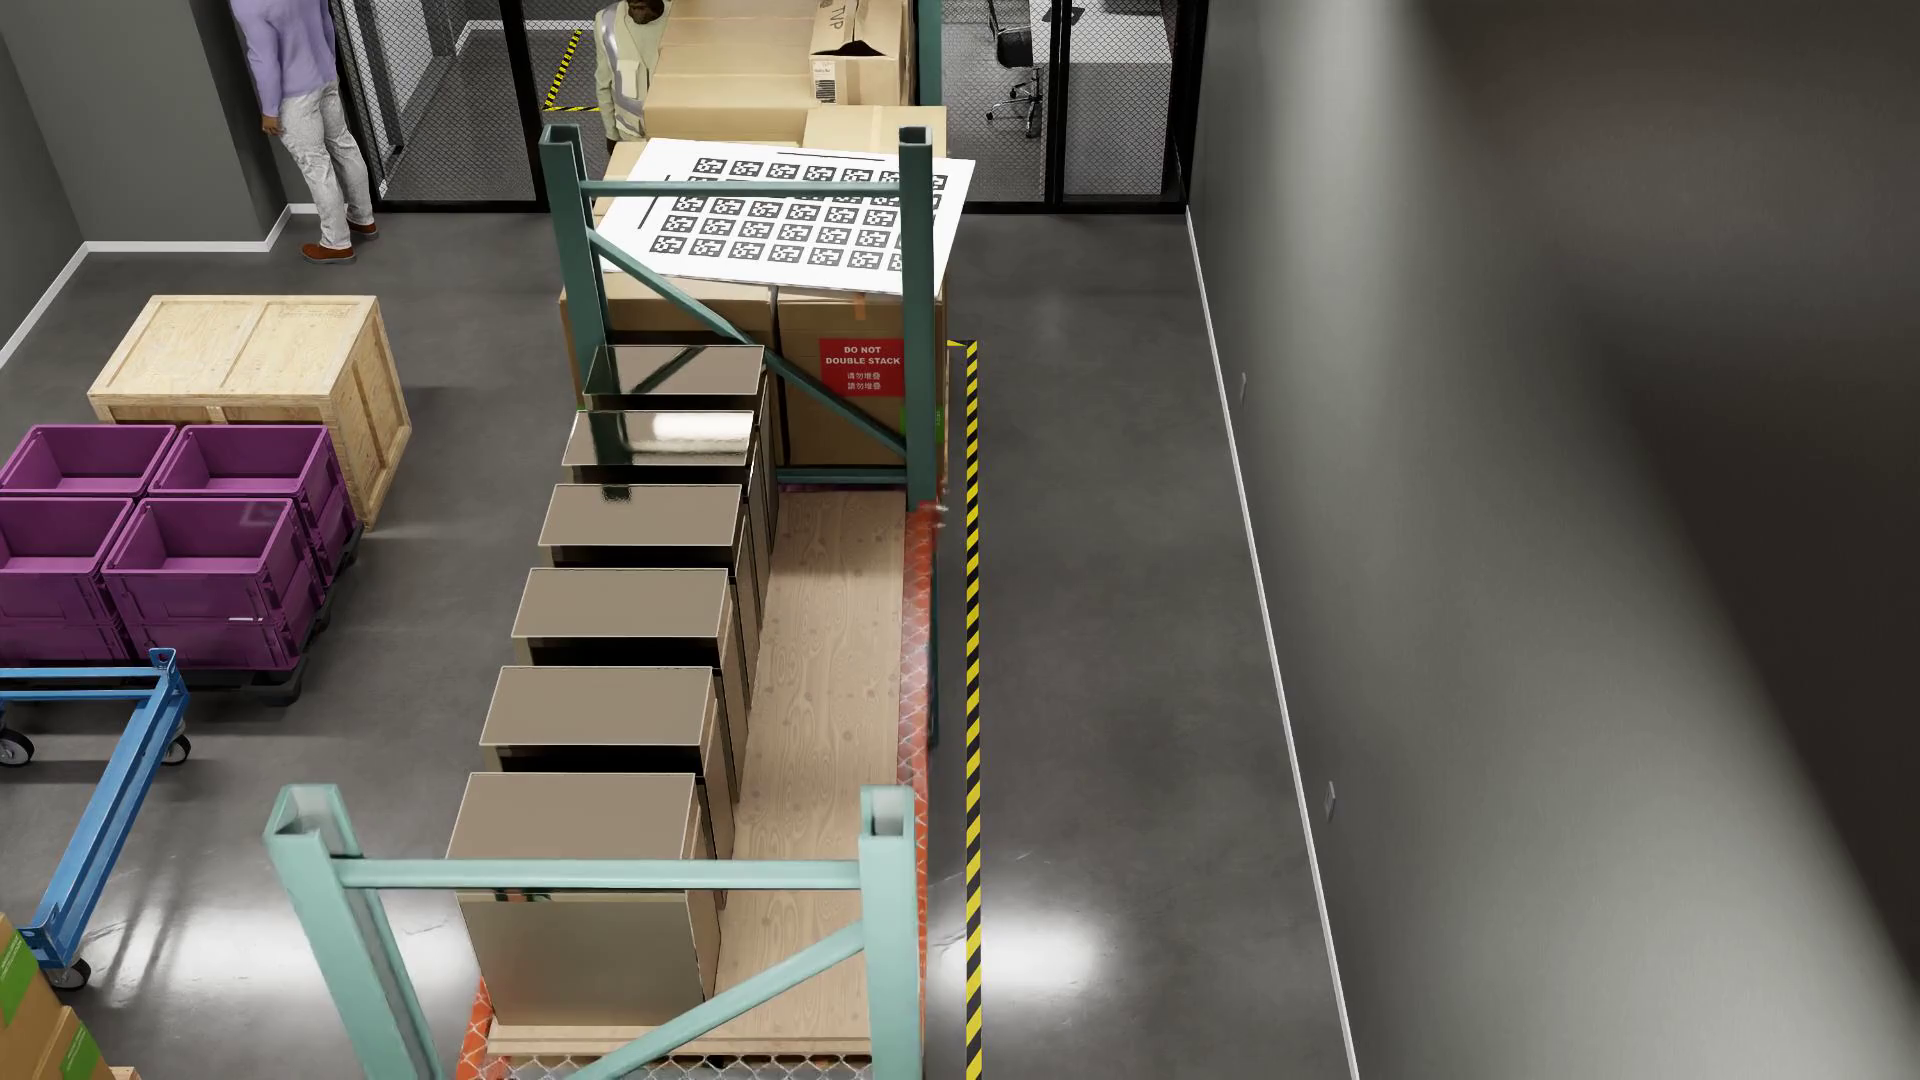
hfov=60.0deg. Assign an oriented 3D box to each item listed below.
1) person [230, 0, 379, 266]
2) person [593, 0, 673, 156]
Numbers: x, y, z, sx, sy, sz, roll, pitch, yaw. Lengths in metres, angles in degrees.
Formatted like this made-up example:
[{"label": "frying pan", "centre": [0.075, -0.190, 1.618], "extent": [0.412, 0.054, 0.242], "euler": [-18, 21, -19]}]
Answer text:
[{"label": "person", "centre": [-3.397, -2.339, 8.560], "extent": [0.372, 1.940, 0.630], "euler": [11, 42, 12]}, {"label": "person", "centre": [-1.505, -2.073, 8.335], "extent": [0.600, 1.832, 0.404], "euler": [0, 41, 0]}]
